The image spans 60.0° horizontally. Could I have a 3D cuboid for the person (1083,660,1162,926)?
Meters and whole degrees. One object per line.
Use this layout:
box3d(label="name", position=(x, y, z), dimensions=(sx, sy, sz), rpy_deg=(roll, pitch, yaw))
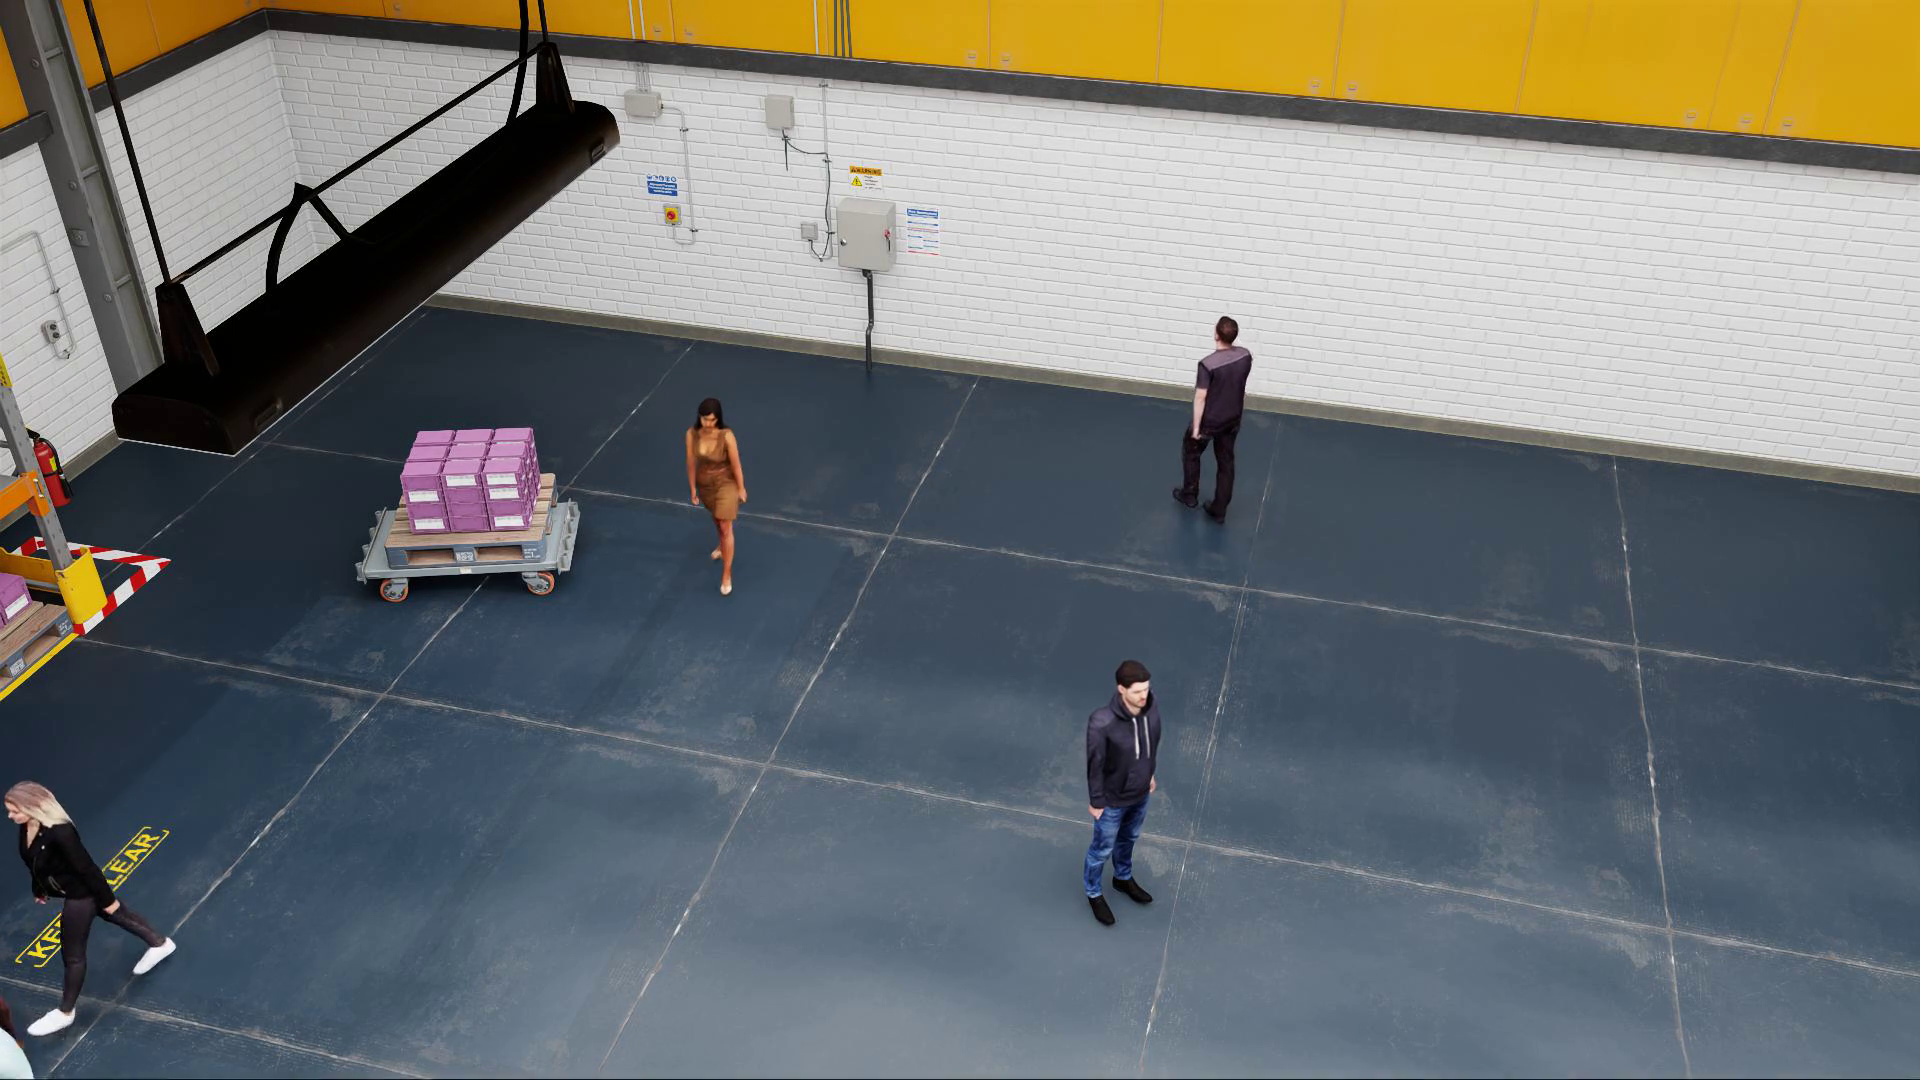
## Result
box3d(label="person", position=(0.967, 1.479, 10.018), dimensions=(0.727, 1.895, 0.820), rpy_deg=(-23, 40, -31))

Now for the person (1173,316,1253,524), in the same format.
box3d(label="person", position=(2.173, -0.951, 13.735), dimensions=(0.937, 1.827, 0.997), rpy_deg=(-15, 36, -21))

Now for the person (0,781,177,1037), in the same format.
box3d(label="person", position=(-4.951, 1.963, 9.523), dimensions=(0.937, 1.638, 1.222), rpy_deg=(23, 40, 30))

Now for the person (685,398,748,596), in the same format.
box3d(label="person", position=(-1.899, -0.439, 13.140), dimensions=(0.614, 1.634, 0.933), rpy_deg=(15, 37, 21))
